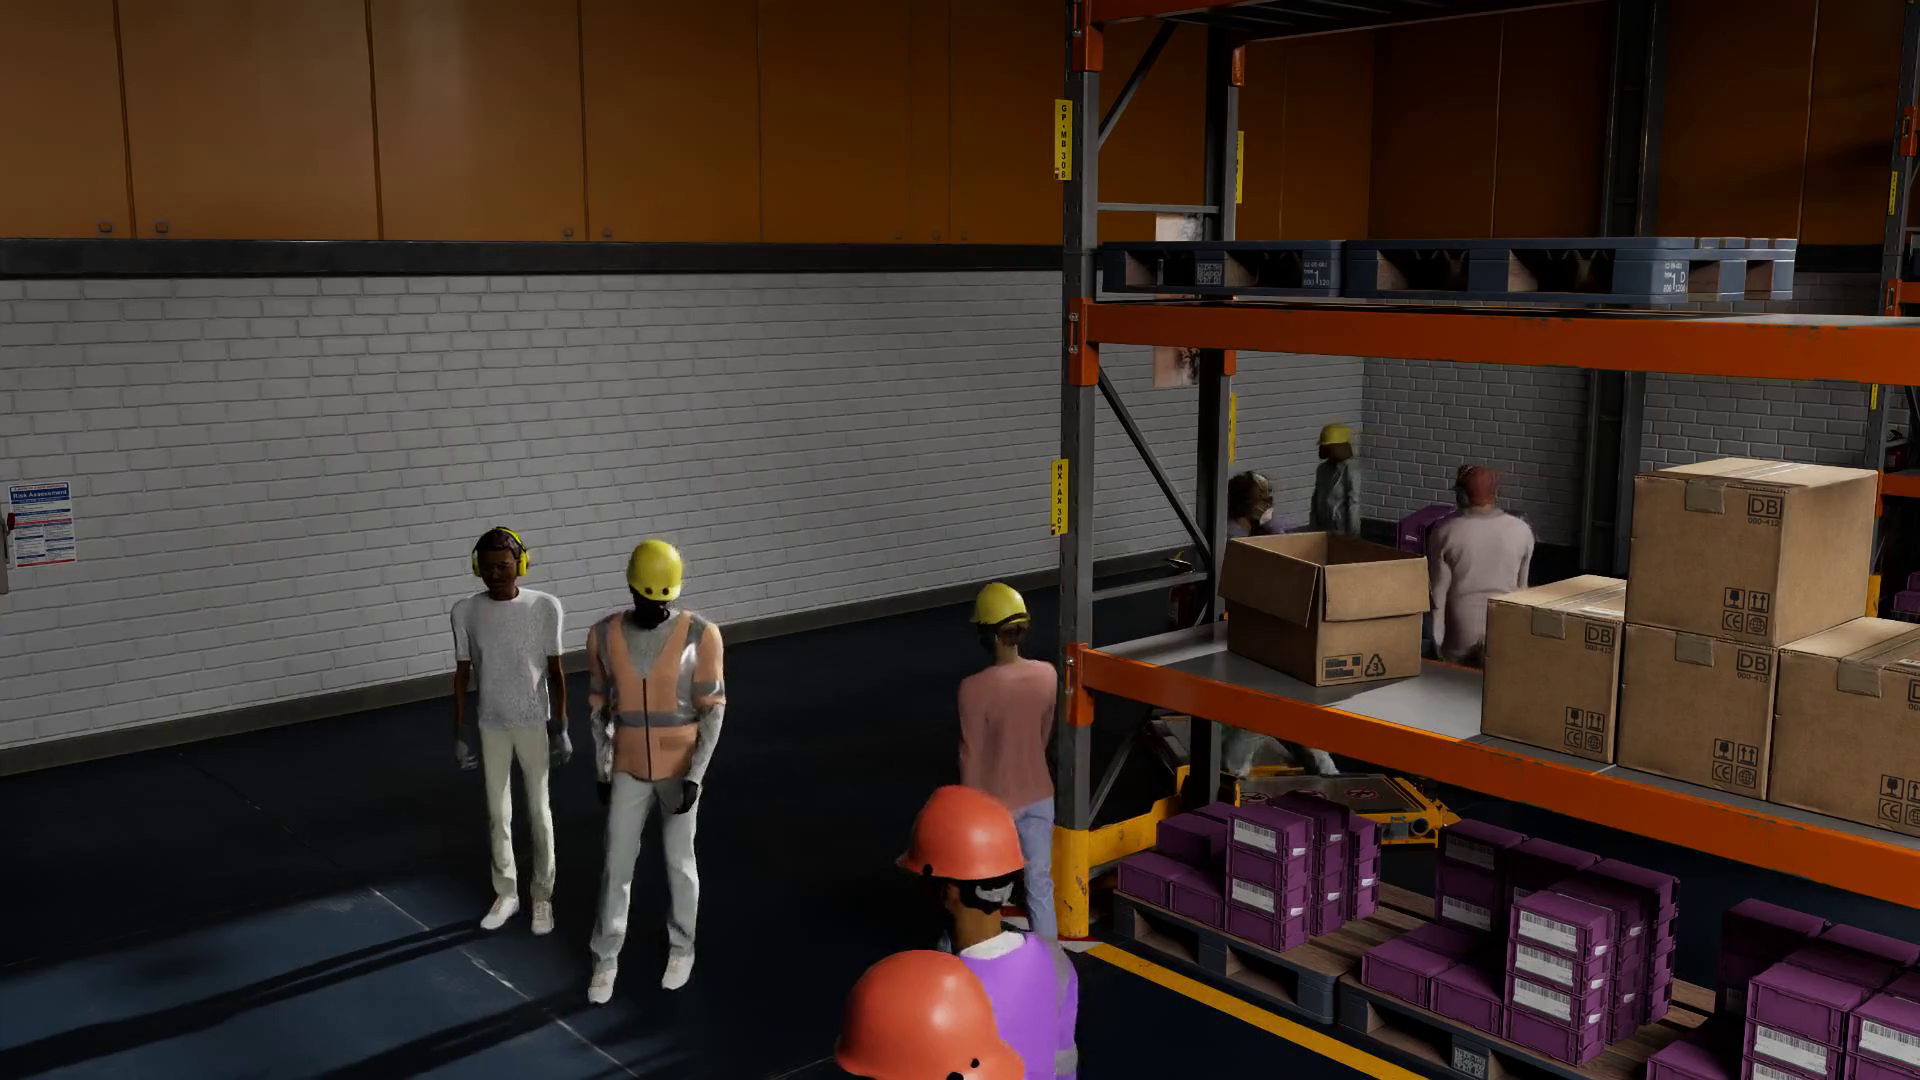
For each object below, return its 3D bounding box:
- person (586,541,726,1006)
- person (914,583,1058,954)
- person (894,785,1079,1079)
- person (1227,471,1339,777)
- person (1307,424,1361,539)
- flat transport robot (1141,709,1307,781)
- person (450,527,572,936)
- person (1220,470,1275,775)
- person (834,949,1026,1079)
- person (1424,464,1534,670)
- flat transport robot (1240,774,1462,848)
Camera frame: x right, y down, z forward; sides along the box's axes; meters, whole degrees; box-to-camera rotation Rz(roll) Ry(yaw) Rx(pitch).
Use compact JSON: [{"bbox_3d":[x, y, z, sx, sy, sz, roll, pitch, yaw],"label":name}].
[{"bbox_3d":[-1.251,0.946,6.779,0.602,1.893,0.542,1,10,6],"label":"person"},{"bbox_3d":[0.114,1.026,6.747,0.522,1.734,0.827,-7,12,-35],"label":"person"},{"bbox_3d":[0.054,1.479,3.688,1.008,1.888,0.549,6,11,31],"label":"person"},{"bbox_3d":[1.716,0.563,9.022,0.879,1.899,0.634,0,10,0],"label":"person"},{"bbox_3d":[2.929,-0.050,13.093,0.366,1.732,0.500,-4,10,-20],"label":"person"},{"bbox_3d":[1.519,1.256,9.701,0.652,0.197,1.431,-1,10,-5],"label":"flat transport robot"},{"bbox_3d":[-2.004,0.853,7.456,0.517,1.860,0.360,-1,10,-5],"label":"person"},{"bbox_3d":[1.441,0.586,8.781,0.398,1.926,0.672,1,10,7],"label":"person"},{"bbox_3d":[-0.078,1.603,2.796,0.373,1.934,0.552,2,10,11],"label":"person"},{"bbox_3d":[2.943,0.494,9.537,0.639,1.862,0.939,0,10,-2],"label":"person"},{"bbox_3d":[1.885,1.425,8.712,1.431,0.197,0.652,-1,10,-5],"label":"flat transport robot"}]
